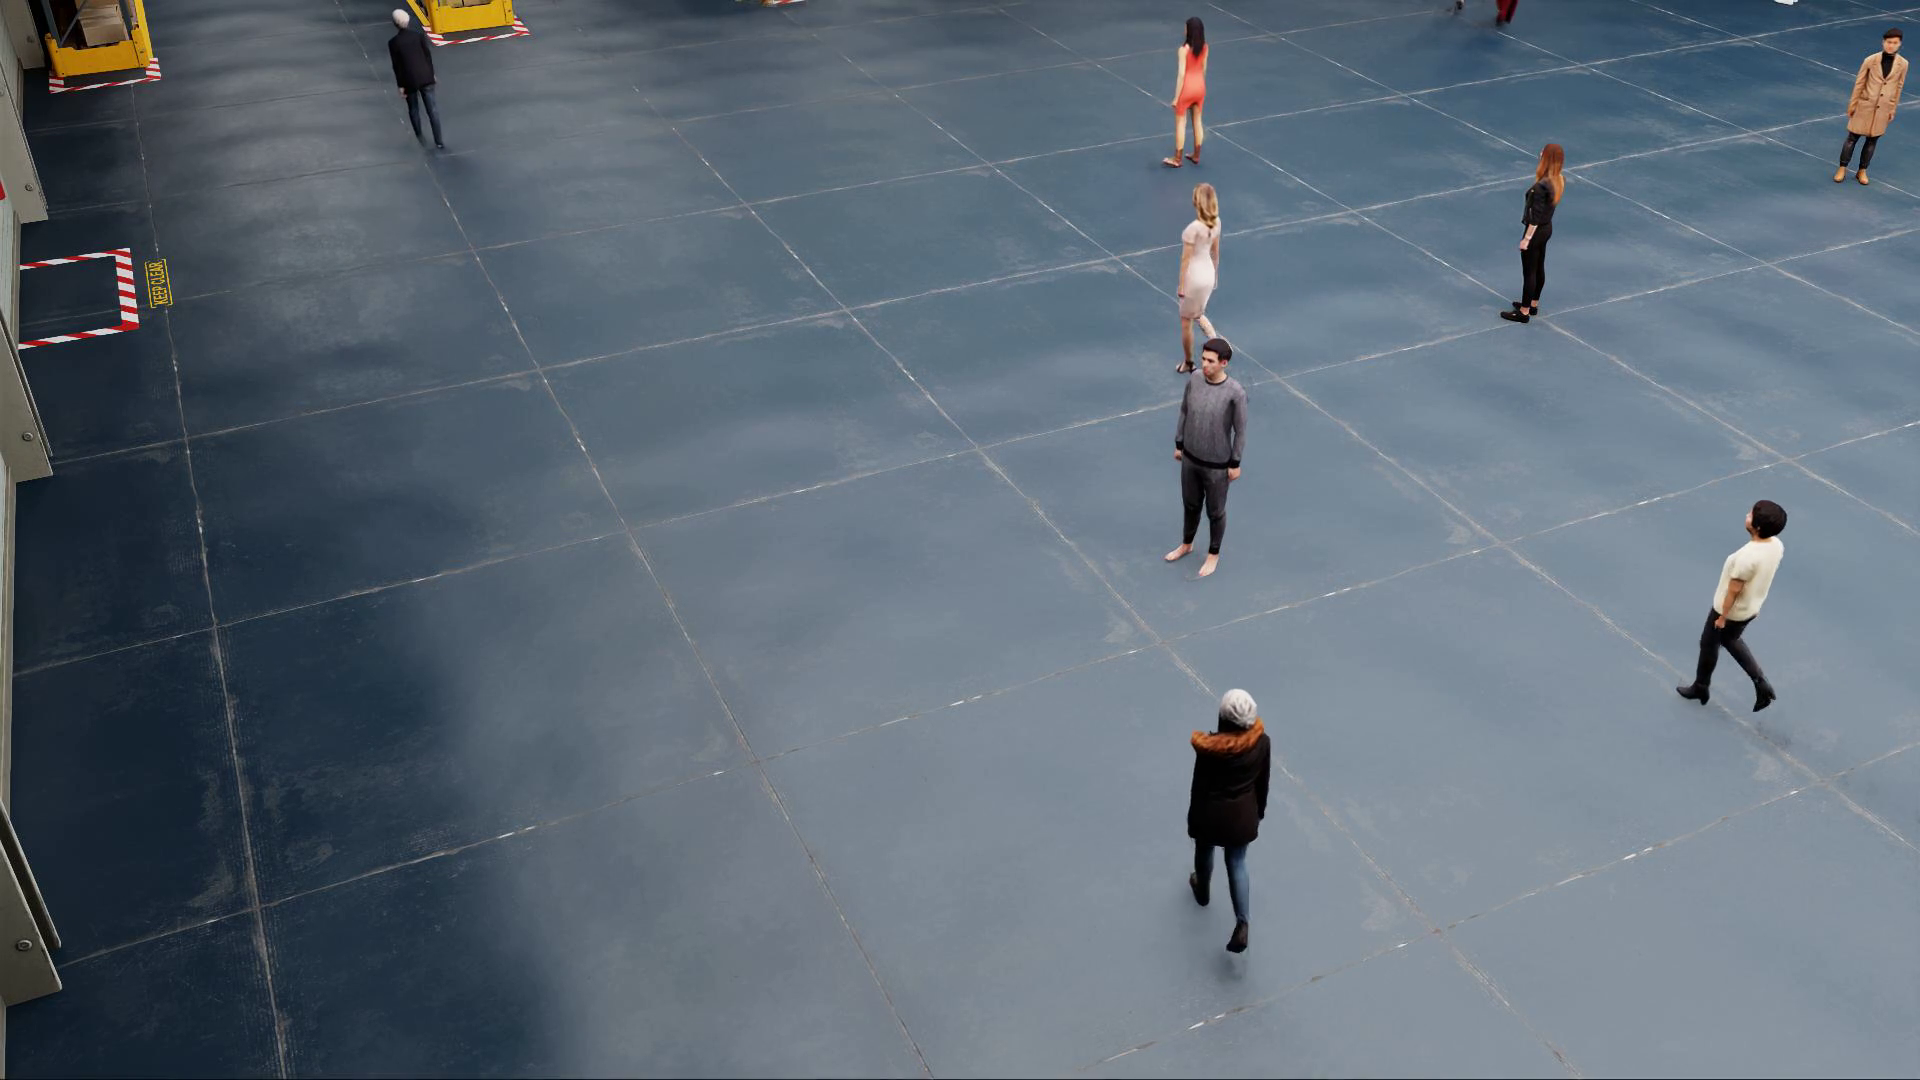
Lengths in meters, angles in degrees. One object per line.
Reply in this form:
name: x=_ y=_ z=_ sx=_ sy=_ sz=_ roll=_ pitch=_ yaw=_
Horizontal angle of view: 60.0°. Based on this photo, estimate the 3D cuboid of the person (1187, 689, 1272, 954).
person: x=1.446 y=1.512 z=8.932 sx=0.815 sy=1.612 sz=1.069 roll=-5 pitch=33 yaw=-8

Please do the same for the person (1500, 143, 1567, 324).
person: x=5.434 y=-2.883 z=15.597 sx=0.659 sy=1.713 sz=0.670 roll=25 pitch=40 yaw=33

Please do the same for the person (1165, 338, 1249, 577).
person: x=1.795 y=-0.617 z=11.995 sx=0.639 sy=1.843 sz=0.820 roll=25 pitch=41 yaw=33

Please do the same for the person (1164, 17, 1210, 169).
person: x=2.628 y=-5.126 z=19.039 sx=0.626 sy=1.721 sz=0.586 roll=-20 pitch=38 yaw=-28

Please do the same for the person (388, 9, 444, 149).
person: x=-6.402 y=-5.420 z=19.863 sx=0.735 sy=1.726 sz=1.098 roll=-13 pitch=35 yaw=-19

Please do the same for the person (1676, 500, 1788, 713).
person: x=4.996 y=0.468 z=10.575 sx=0.701 sy=1.572 sz=0.886 roll=-23 pitch=39 yaw=-31

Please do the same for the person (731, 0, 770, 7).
person: x=-3.182 y=-8.777 z=24.921 sx=1.092 sy=1.430 sz=0.938 roll=17 pitch=37 yaw=24

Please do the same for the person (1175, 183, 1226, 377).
person: x=2.124 y=-2.190 z=14.434 sx=0.686 sy=1.820 sz=0.849 roll=-25 pitch=40 yaw=-33

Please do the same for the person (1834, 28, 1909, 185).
person: x=10.246 y=-4.876 z=18.650 sx=0.767 sy=1.727 sz=0.821 roll=10 pitch=34 yaw=15
